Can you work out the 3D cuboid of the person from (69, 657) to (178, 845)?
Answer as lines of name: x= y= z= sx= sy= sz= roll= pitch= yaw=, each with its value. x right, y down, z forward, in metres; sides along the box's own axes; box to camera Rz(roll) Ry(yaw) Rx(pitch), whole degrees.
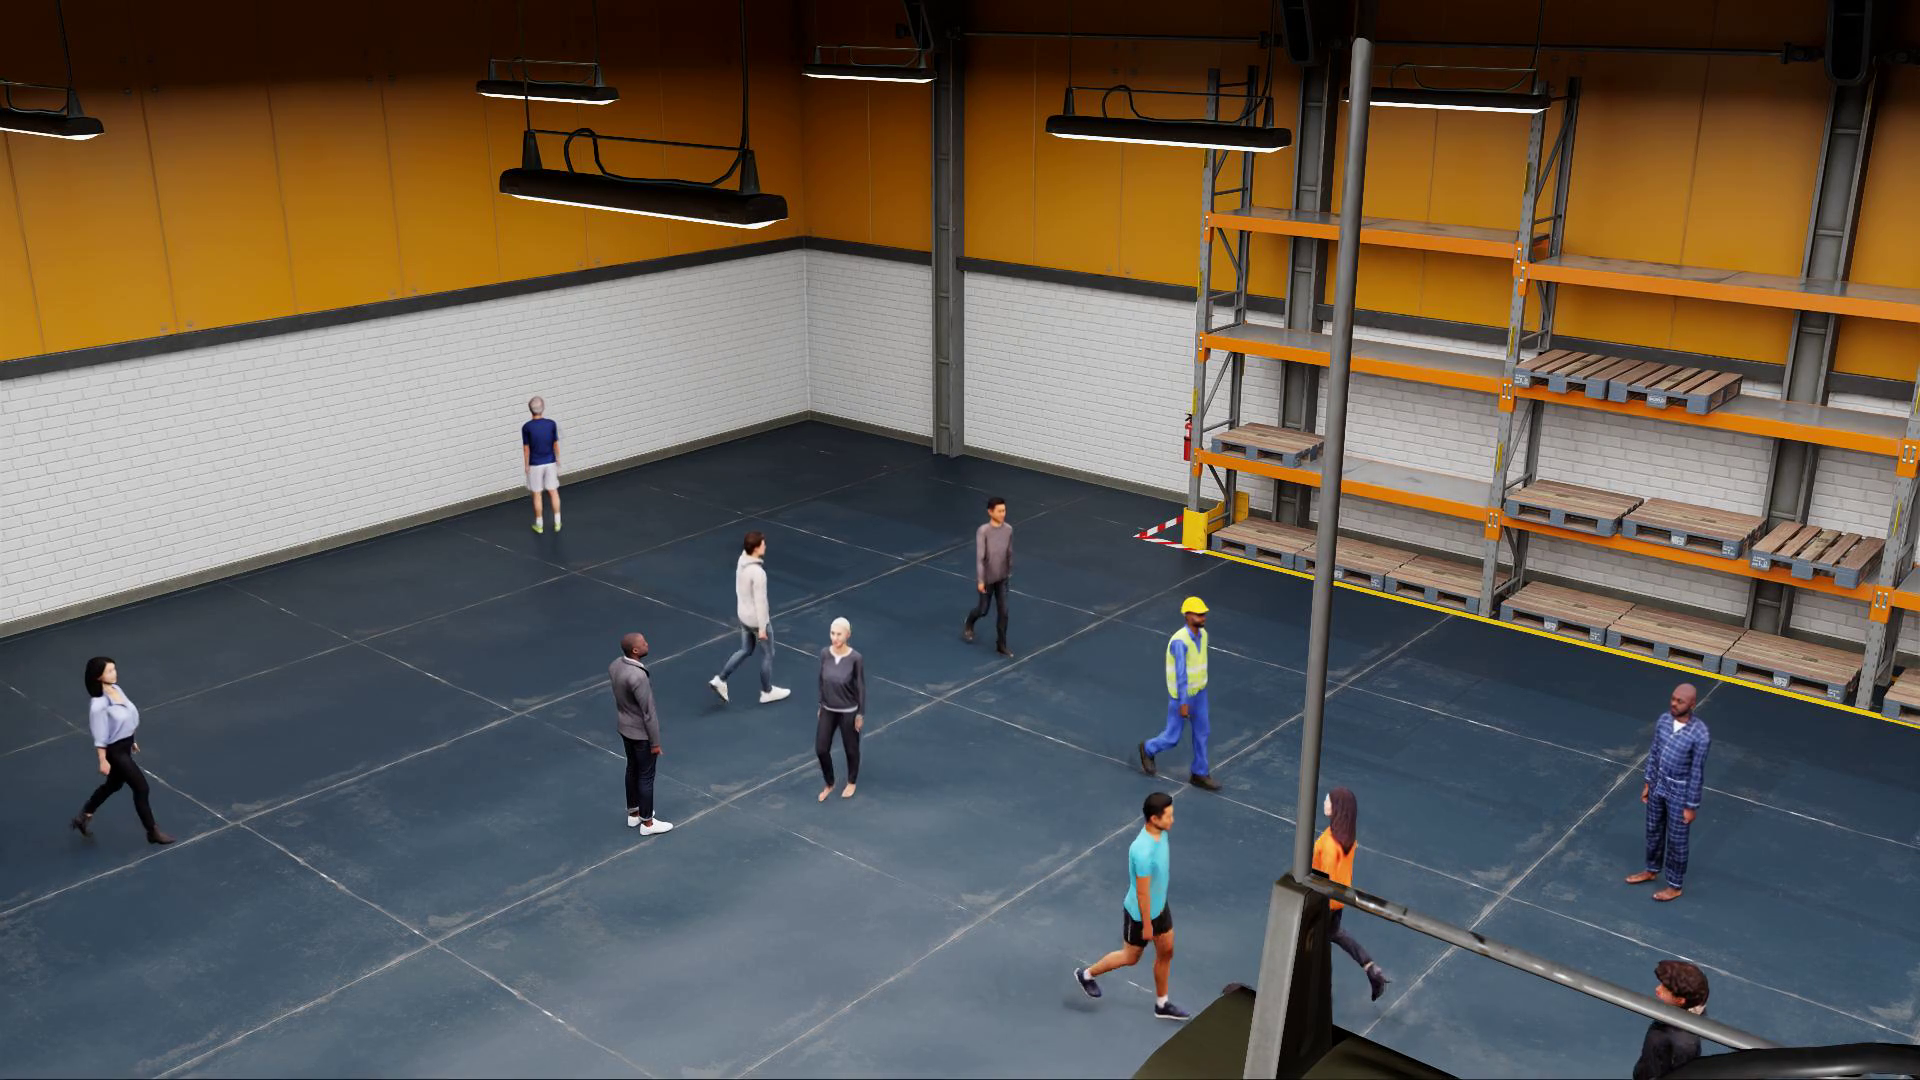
person: x=-7.129 y=1.796 z=13.898 sx=1.180 sy=1.711 sz=1.113 roll=-1 pitch=19 yaw=-4

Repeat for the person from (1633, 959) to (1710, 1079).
person: x=4.166 y=3.241 z=9.579 sx=1.190 sy=1.728 sz=0.917 roll=6 pitch=19 yaw=17

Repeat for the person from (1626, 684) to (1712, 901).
person: x=5.673 y=1.969 z=13.217 sx=0.808 sy=1.817 sz=0.682 roll=-9 pitch=20 yaw=-24

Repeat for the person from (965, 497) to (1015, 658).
person: x=0.314 y=0.382 z=18.041 sx=0.886 sy=1.747 sz=1.123 roll=-13 pitch=23 yaw=-34

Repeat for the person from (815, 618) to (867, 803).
person: x=-1.036 y=1.468 z=14.871 sx=0.721 sy=1.713 sz=0.814 roll=6 pitch=19 yaw=16

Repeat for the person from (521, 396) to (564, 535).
person: x=-5.532 y=-1.007 z=22.022 sx=0.709 sy=1.839 sz=0.687 roll=-10 pitch=21 yaw=-27

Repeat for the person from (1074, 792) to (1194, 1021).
person: x=1.203 y=2.558 z=11.576 sx=1.146 sy=1.750 sz=0.819 roll=8 pitch=20 yaw=23

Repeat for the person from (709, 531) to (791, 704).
person: x=-2.157 y=0.803 z=16.655 sx=0.923 sy=1.833 sz=1.091 roll=-12 pitch=22 yaw=-31

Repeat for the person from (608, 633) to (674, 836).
person: x=-2.755 y=1.639 z=14.199 sx=0.833 sy=1.817 sz=0.619 roll=-13 pitch=23 yaw=-35

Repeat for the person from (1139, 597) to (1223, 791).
person: x=2.001 y=1.371 z=15.032 sx=1.087 sy=1.793 sz=0.716 roll=17 pitch=25 yaw=41

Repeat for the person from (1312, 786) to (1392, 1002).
person: x=2.671 y=2.538 z=11.669 sx=1.018 sy=1.728 sz=0.739 roll=10 pitch=21 yaw=26
